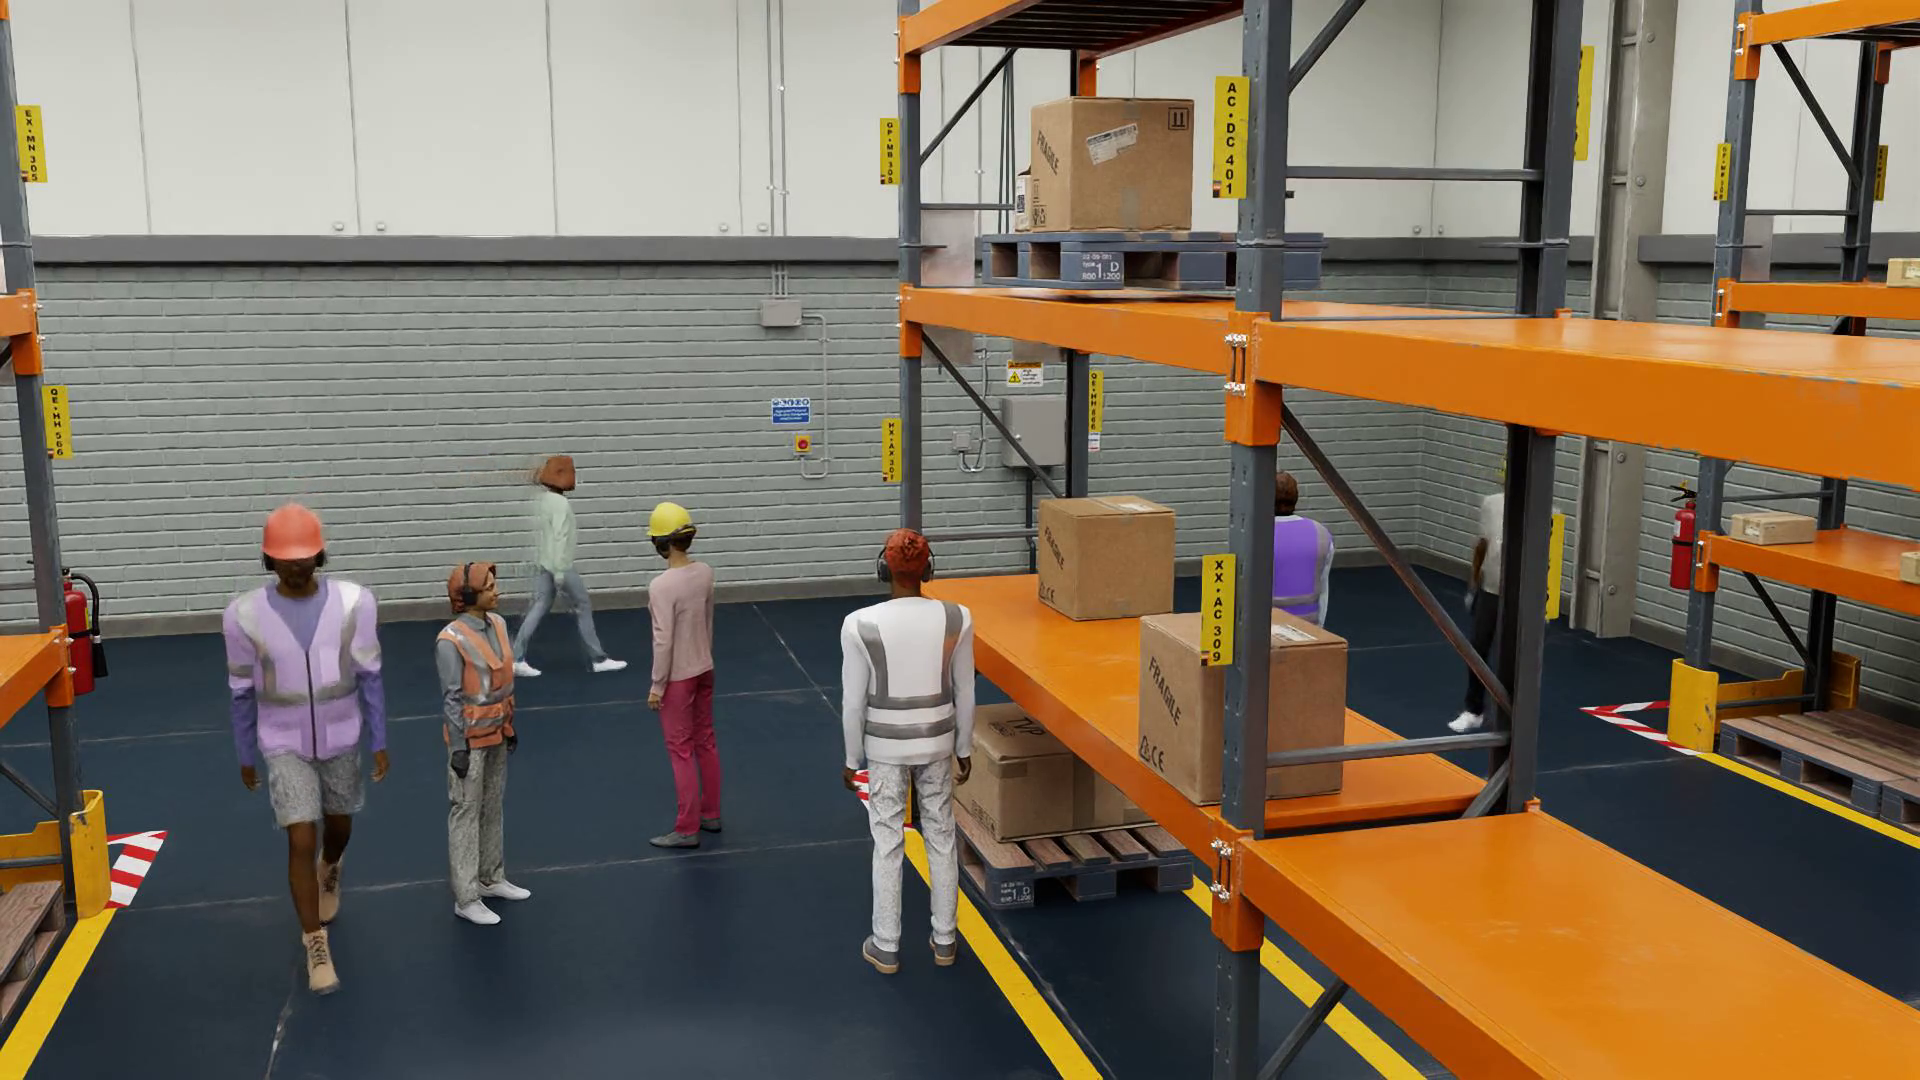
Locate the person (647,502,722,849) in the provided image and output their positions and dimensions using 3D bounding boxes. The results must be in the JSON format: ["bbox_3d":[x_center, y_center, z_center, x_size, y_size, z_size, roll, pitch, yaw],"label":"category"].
[{"bbox_3d":[-1.431,0.685,8.456,0.324,1.765,0.533,4,11,21],"label":"person"}]

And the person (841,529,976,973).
[{"bbox_3d":[-0.216,0.885,6.984,0.574,1.883,0.356,-3,10,-15],"label":"person"}]

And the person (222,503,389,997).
[{"bbox_3d":[-2.767,0.812,7.059,0.602,2.010,0.947,-5,11,-27],"label":"person"}]

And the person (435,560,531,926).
[{"bbox_3d":[-2.181,0.903,7.553,0.307,1.645,0.521,2,10,11],"label":"person"}]

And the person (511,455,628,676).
[{"bbox_3d":[-2.853,0.185,11.802,0.846,1.590,0.513,-5,11,-27],"label":"person"}]

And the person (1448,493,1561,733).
[{"bbox_3d":[3.387,0.343,10.223,0.570,1.835,0.390,8,13,37],"label":"person"}]
